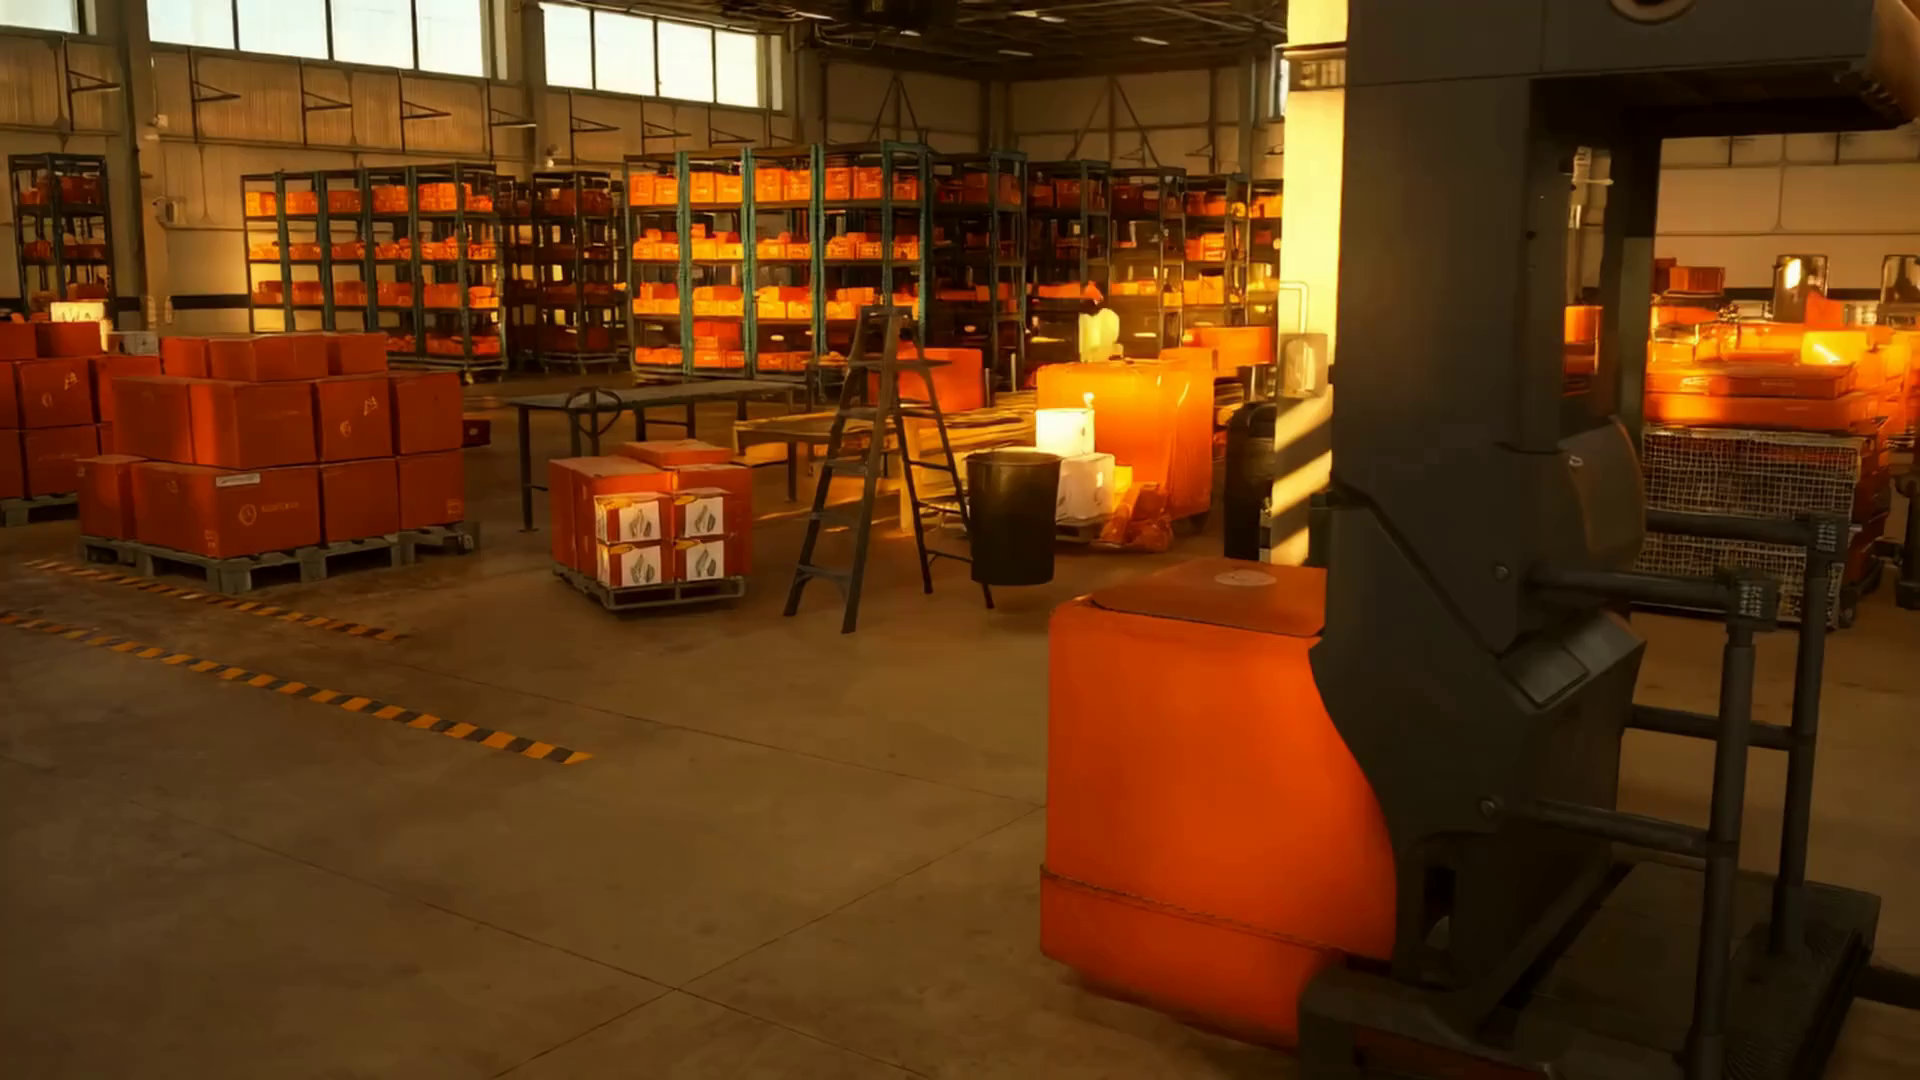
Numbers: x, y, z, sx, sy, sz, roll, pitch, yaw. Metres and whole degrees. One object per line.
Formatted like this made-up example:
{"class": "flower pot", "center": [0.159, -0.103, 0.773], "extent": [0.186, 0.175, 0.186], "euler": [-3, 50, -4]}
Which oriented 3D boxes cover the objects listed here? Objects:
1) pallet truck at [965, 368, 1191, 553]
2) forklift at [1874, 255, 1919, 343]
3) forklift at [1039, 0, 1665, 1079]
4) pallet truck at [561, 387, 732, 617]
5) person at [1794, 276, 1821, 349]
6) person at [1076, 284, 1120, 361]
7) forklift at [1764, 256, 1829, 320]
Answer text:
{"class": "pallet truck", "center": [0.845, -0.609, 11.869], "extent": [1.630, 1.274, 0.653], "euler": [7, 12, 35]}
{"class": "forklift", "center": [22.089, -5.634, 38.796], "extent": [1.157, 1.987, 2.680], "euler": [6, 11, 33]}
{"class": "forklift", "center": [1.249, -0.137, 4.360], "extent": [1.873, 2.768, 1.129], "euler": [7, 12, 35]}
{"class": "pallet truck", "center": [-1.981, -0.274, 10.088], "extent": [0.680, 1.201, 1.601], "euler": [-5, 11, -28]}
{"class": "person", "center": [16.919, -4.379, 33.069], "extent": [0.903, 1.714, 0.540], "euler": [1, 10, 4]}
{"class": "person", "center": [1.541, -1.995, 18.755], "extent": [0.597, 1.763, 0.979], "euler": [6, 11, 32]}
{"class": "forklift", "center": [20.253, -5.854, 40.139], "extent": [1.157, 1.987, 2.680], "euler": [7, 12, 35]}
